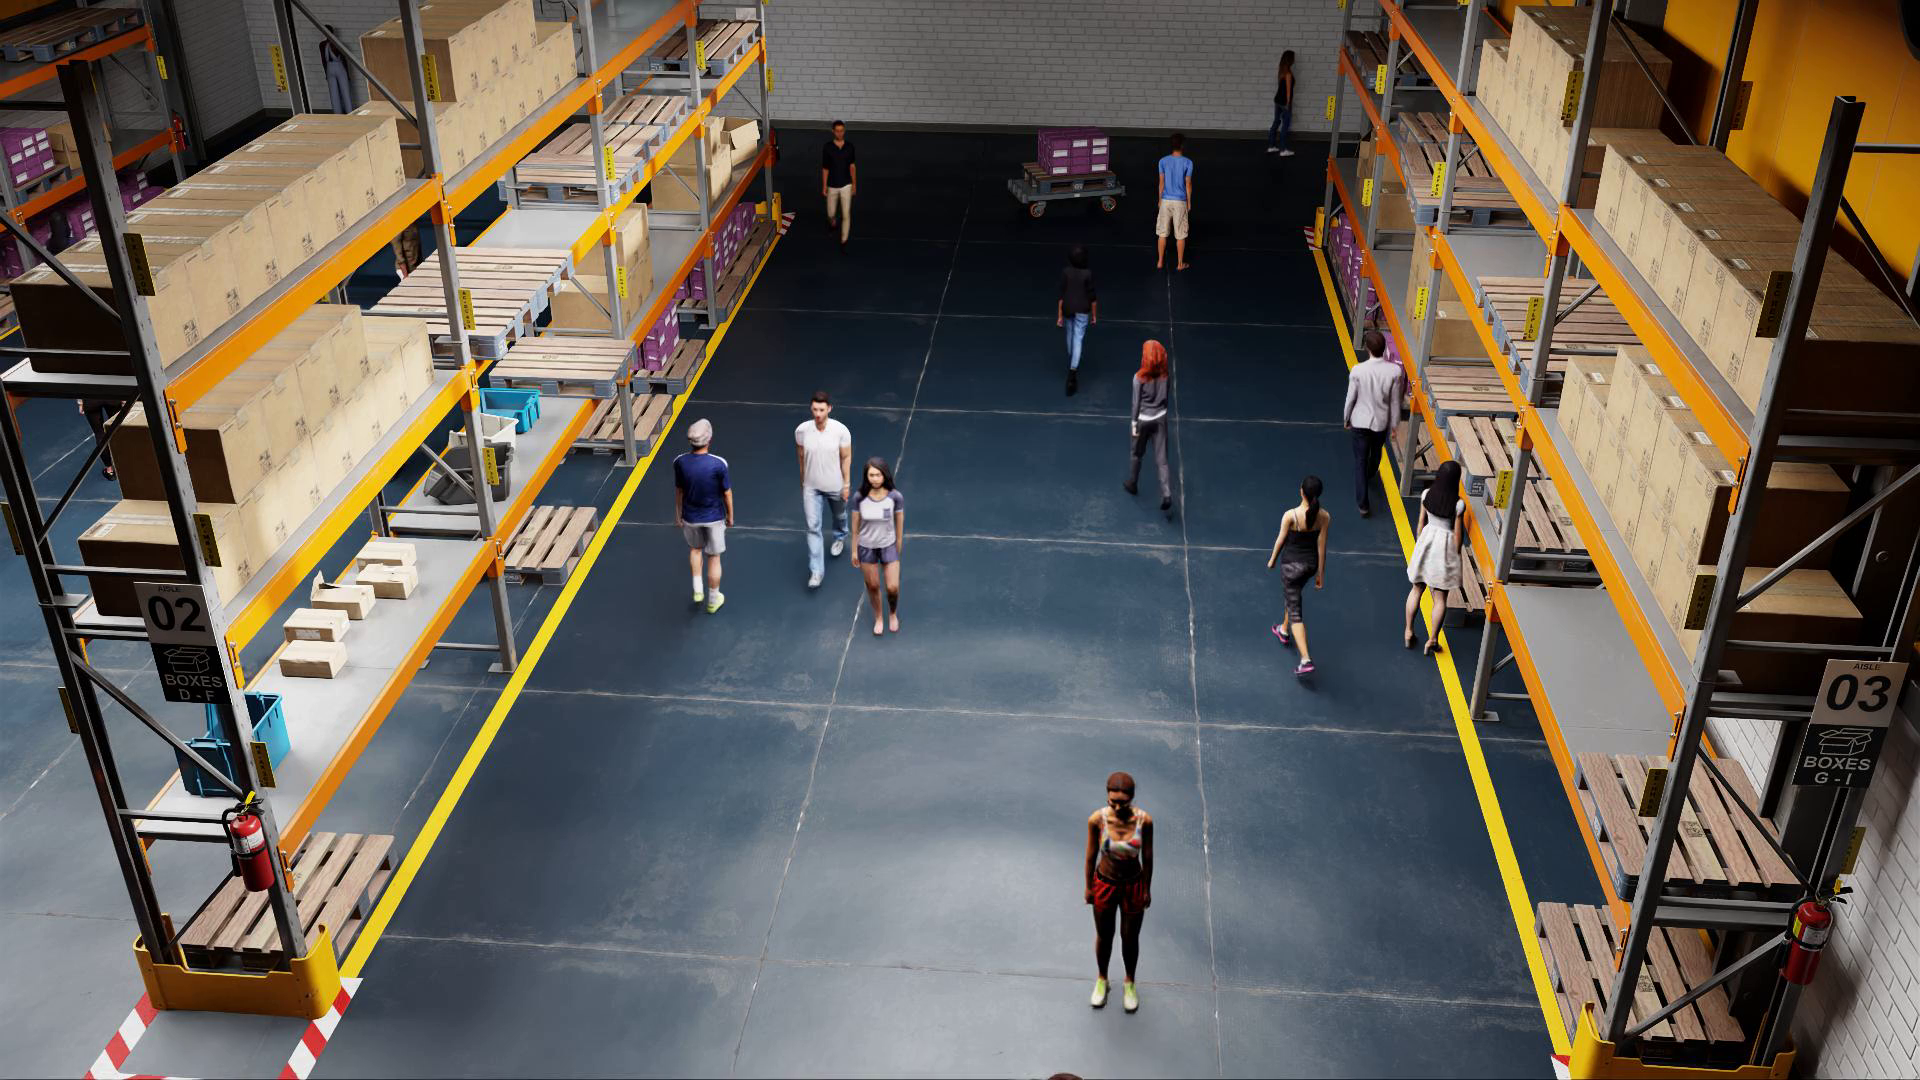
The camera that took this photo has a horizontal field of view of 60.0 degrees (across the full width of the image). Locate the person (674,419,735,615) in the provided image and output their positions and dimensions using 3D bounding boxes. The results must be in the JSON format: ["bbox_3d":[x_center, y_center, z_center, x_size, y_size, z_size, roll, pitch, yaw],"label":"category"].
[{"bbox_3d":[-2.272,-0.162,14.620,0.637,1.825,0.592,2,29,4],"label":"person"}]

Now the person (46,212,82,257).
[{"bbox_3d":[-10.747,-3.076,20.074,0.644,1.719,0.839,1,29,1],"label":"person"}]

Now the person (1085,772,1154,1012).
[{"bbox_3d":[0.994,2.165,10.394,0.560,1.786,0.509,2,29,5],"label":"person"}]

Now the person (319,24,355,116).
[{"bbox_3d":[-11.020,-8.206,29.408,0.594,1.785,0.515,-1,29,-2],"label":"person"}]

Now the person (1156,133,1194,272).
[{"bbox_3d":[2.934,-4.632,22.775,0.702,1.863,0.642,10,30,17],"label":"person"}]

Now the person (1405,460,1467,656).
[{"bbox_3d":[4.046,0.140,14.124,0.783,1.769,0.822,23,36,35],"label":"person"}]

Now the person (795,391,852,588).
[{"bbox_3d":[-1.224,-0.551,15.351,0.665,1.808,1.196,3,29,6],"label":"person"}]

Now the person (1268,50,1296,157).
[{"bbox_3d":[5.395,-7.335,27.876,0.735,1.724,0.636,-8,30,-15],"label":"person"}]

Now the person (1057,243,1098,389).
[{"bbox_3d":[1.326,-2.545,19.163,0.769,1.658,1.212,9,30,16],"label":"person"}]

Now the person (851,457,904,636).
[{"bbox_3d":[-0.704,0.019,14.427,0.599,1.692,0.591,1,29,2],"label":"person"}]

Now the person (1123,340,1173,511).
[{"bbox_3d":[1.927,-1.117,16.447,0.878,1.753,1.185,-9,30,-15],"label":"person"}]

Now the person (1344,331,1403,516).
[{"bbox_3d":[4.047,-1.110,16.383,0.694,1.801,1.135,3,29,5],"label":"person"}]

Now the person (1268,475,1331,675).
[{"bbox_3d":[2.856,0.317,13.885,0.828,1.687,1.207,-7,29,-13],"label":"person"}]

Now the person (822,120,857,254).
[{"bbox_3d":[-1.722,-5.024,23.510,0.802,1.848,0.999,-5,29,-10],"label":"person"}]
